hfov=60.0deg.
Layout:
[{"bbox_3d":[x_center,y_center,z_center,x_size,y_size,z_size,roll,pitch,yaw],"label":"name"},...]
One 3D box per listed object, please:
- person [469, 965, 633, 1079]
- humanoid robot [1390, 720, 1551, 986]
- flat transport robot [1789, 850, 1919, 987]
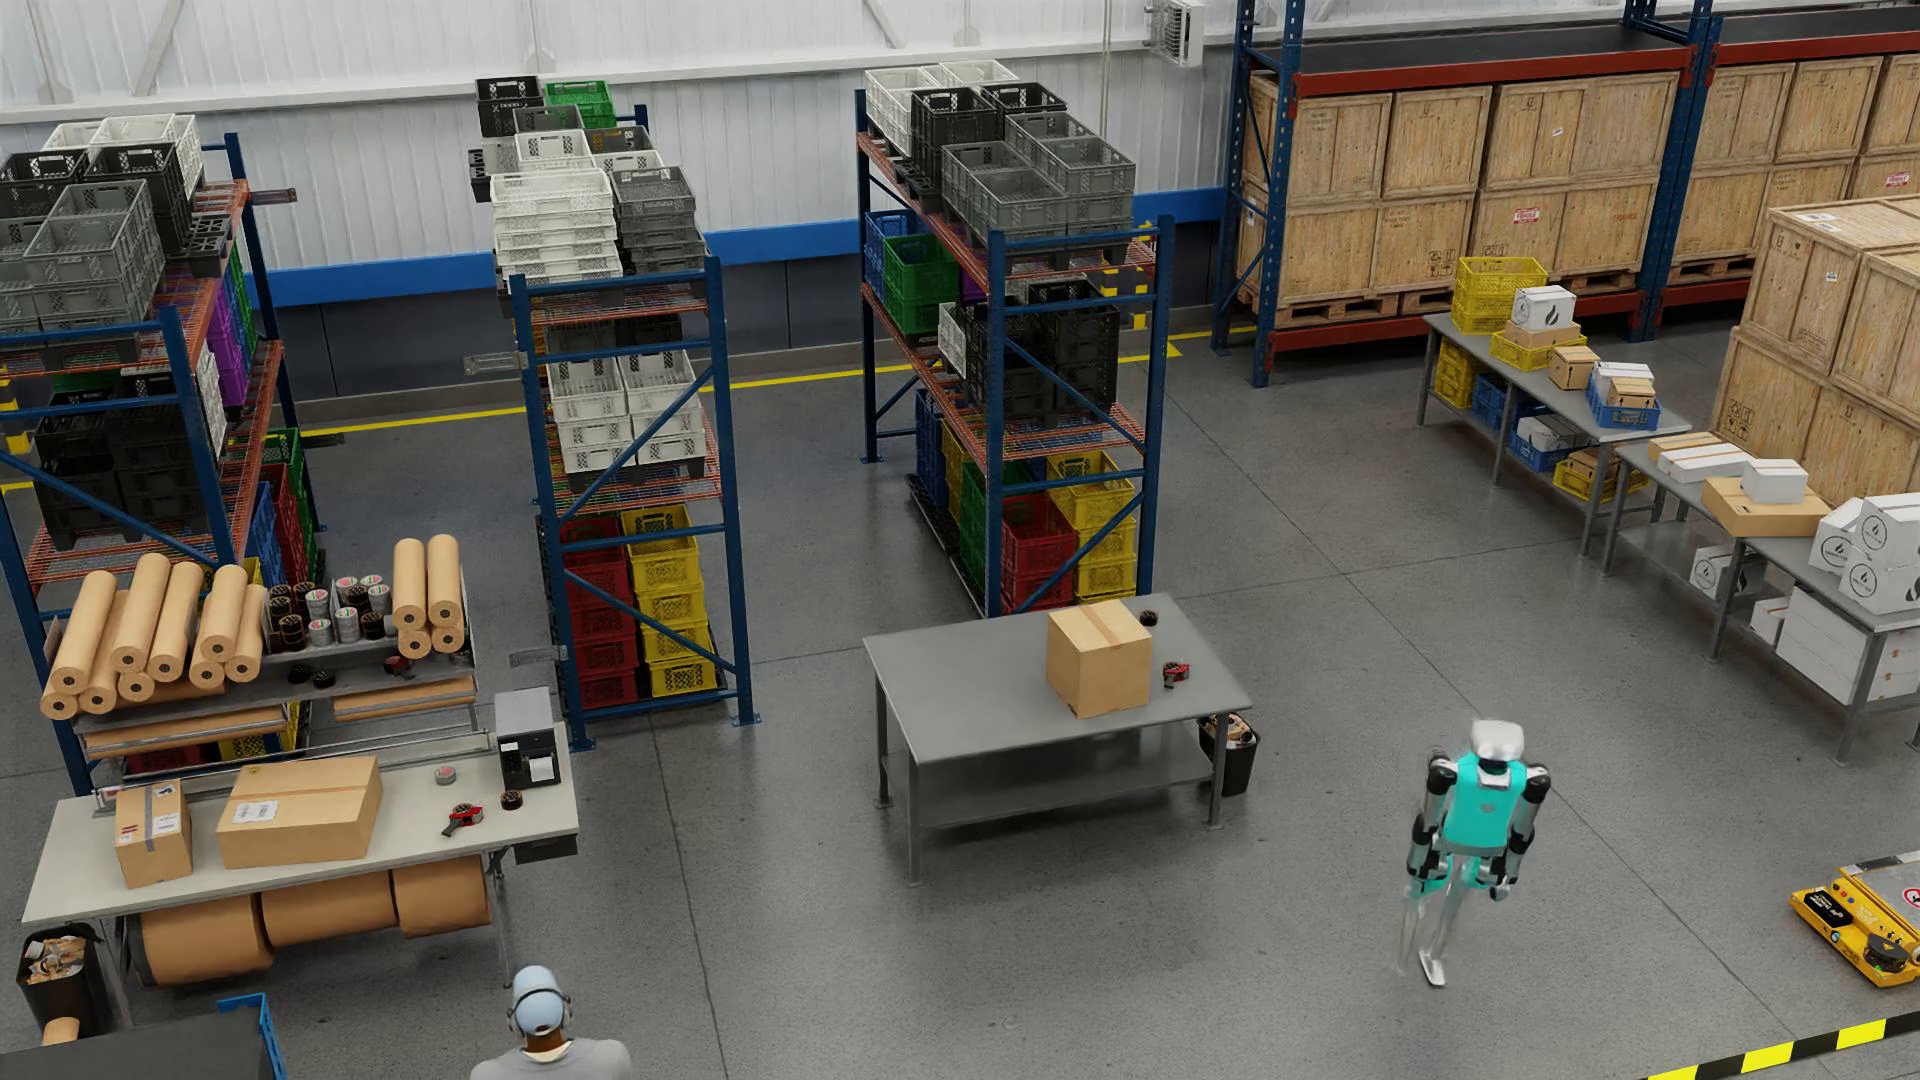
[{"bbox_3d":[-1.475,2.343,6.256,0.588,1.852,0.370,-8,30,-14],"label":"person"},{"bbox_3d":[2.385,1.491,7.971,0.543,1.815,0.818,3,29,6],"label":"humanoid robot"},{"bbox_3d":[5.163,1.916,8.676,1.431,0.231,0.659,-8,30,-14],"label":"flat transport robot"}]
